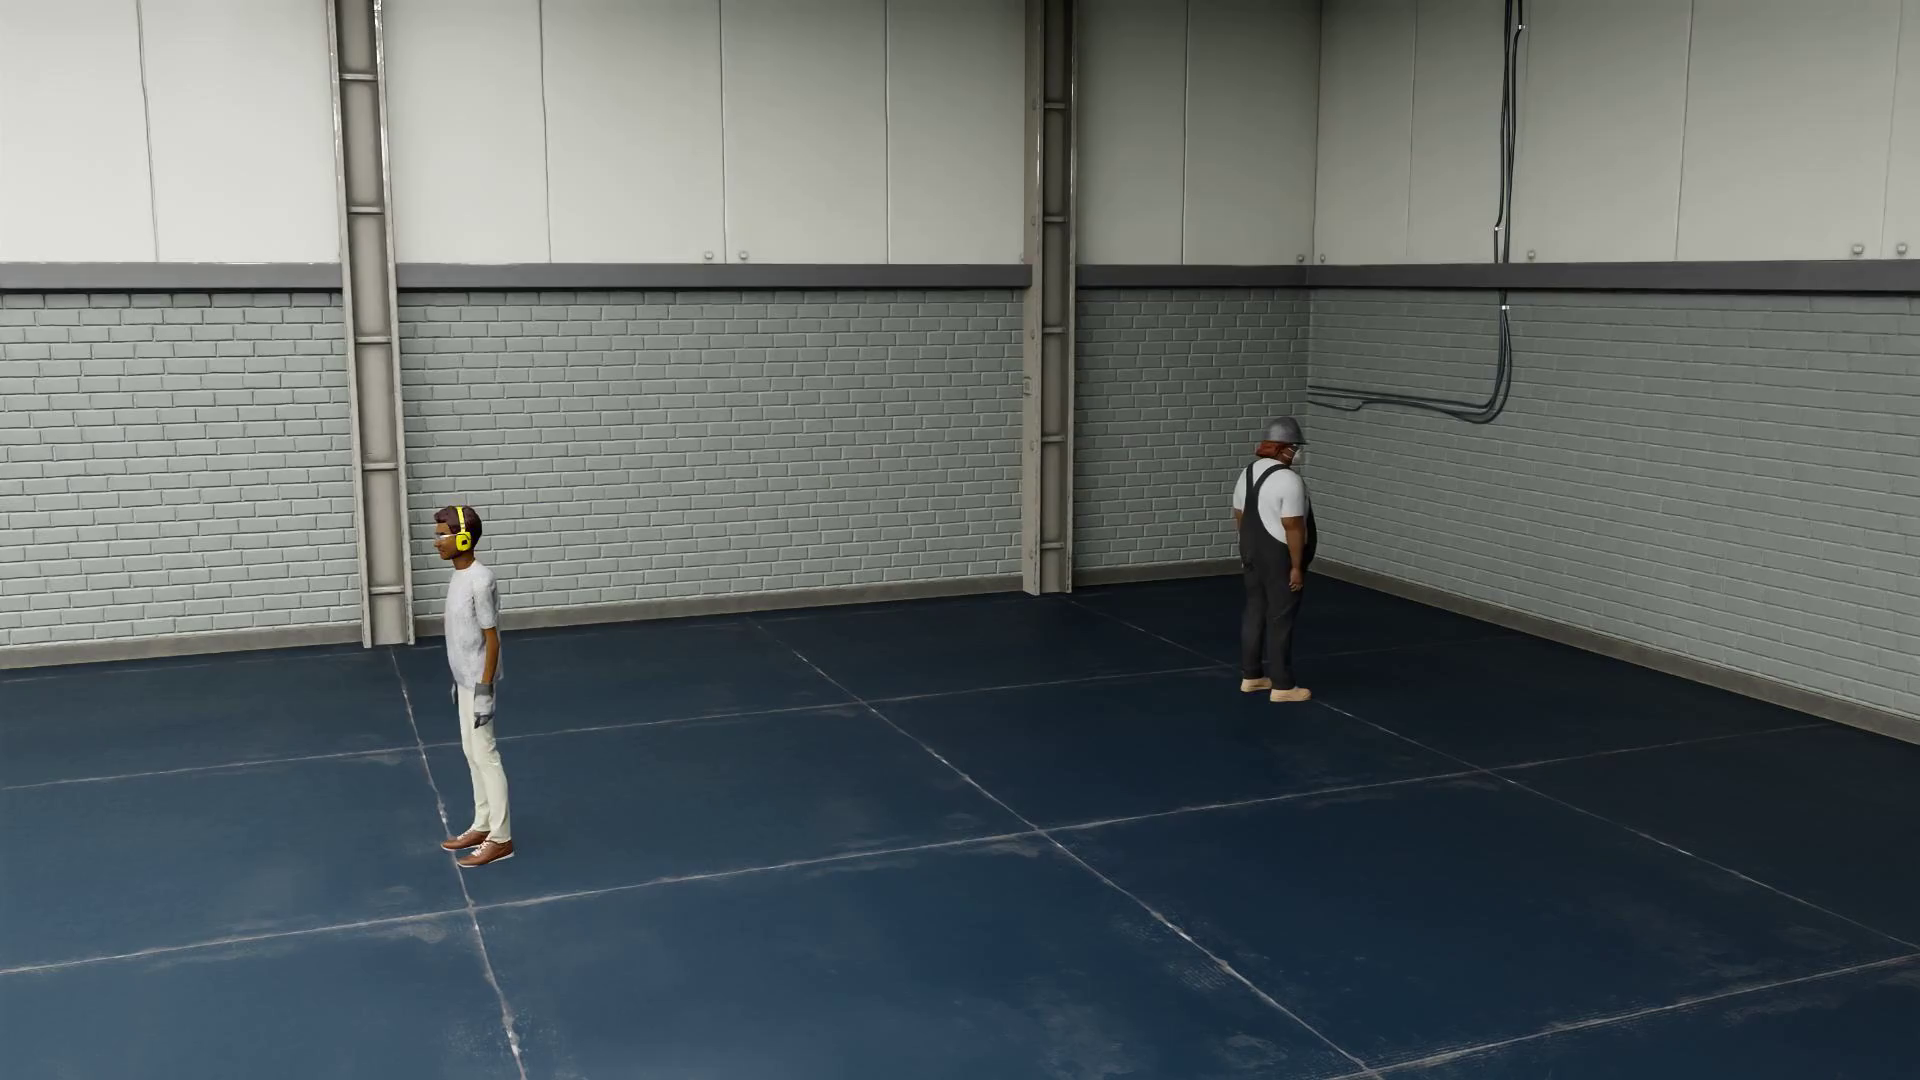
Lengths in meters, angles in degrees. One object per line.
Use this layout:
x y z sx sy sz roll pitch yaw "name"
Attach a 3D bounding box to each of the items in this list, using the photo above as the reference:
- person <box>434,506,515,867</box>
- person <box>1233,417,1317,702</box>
-2.518 0.745 8.577 0.315 1.869 0.526 -5 10 -30 "person"
2.296 0.122 11.952 0.536 2.000 0.684 -4 10 -24 "person"
